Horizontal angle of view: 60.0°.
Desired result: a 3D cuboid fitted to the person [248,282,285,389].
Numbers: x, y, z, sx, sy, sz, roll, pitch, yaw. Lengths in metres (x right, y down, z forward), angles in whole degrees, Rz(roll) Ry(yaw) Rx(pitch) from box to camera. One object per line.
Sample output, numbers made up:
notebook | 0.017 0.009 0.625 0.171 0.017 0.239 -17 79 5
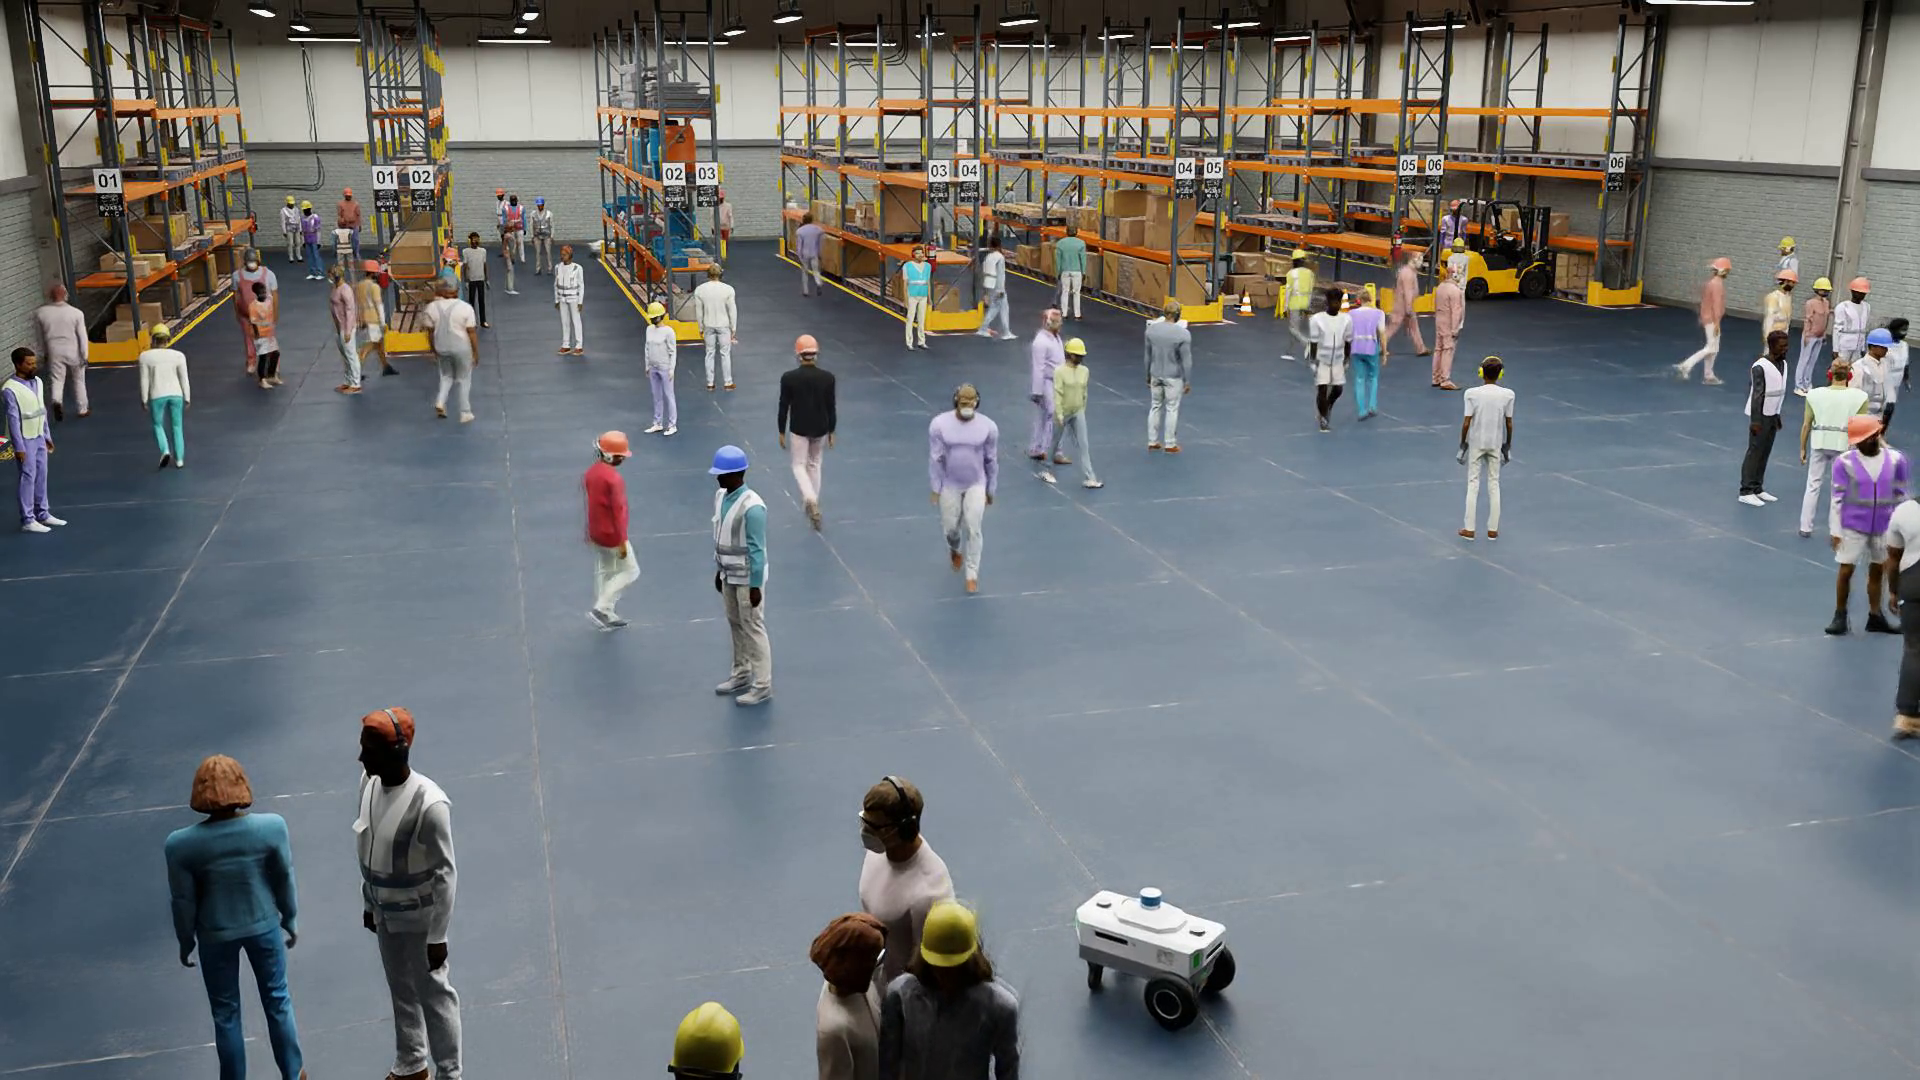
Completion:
person | -10.637 -3.120 25.396 0.409 1.659 0.572 3 15 13

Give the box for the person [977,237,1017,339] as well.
person | 0.659 -4.677 30.883 0.624 1.874 0.644 -7 16 -23

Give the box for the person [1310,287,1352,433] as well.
person | 4.923 -2.422 22.242 0.597 1.946 0.529 -2 15 -6

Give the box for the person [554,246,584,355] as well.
person | -6.788 -4.151 28.863 0.576 1.882 0.355 6 16 21

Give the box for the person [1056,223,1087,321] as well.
person | 2.224 -5.347 33.253 0.631 1.940 0.372 4 16 16

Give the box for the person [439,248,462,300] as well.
person | -8.311 -3.773 27.222 0.378 1.995 0.608 -9 17 -29

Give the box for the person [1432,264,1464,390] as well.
person | 7.497 -3.262 25.470 0.399 1.909 0.642 -2 15 -9

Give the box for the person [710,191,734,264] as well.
person | -6.415 -8.422 44.822 0.609 1.940 1.030 -4 15 -13

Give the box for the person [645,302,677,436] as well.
person | -3.972 -2.265 22.000 0.522 1.763 0.320 10 18 33

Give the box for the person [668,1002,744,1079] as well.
person | -0.741 2.230 5.074 0.522 1.768 0.311 0 15 1

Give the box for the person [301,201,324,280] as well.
person | -15.964 -7.365 40.887 0.587 1.918 0.391 7 16 24

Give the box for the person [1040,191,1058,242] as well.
person | 2.425 -8.694 45.935 0.633 1.898 0.992 -2 15 -7

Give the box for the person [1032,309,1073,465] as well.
person | 1.191 -1.862 20.255 0.727 1.884 0.649 5 16 17

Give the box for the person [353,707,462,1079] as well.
person | -2.387 1.614 7.167 0.573 1.883 0.354 11 19 37

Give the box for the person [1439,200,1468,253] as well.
person | 11.583 -6.946 39.071 0.615 2.043 0.373 1 15 5

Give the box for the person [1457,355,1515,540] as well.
person | 5.283 -0.925 16.745 0.535 1.869 0.312 1 15 5

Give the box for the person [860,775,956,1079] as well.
person | -0.207 1.801 6.382 0.362 1.932 0.630 -6 16 -21

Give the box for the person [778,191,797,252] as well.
person | -4.815 -9.144 47.874 0.918 1.785 0.679 3 15 11

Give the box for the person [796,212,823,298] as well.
person | -3.327 -6.323 36.968 0.637 1.922 0.749 -6 16 -21

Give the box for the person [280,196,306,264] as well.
person | -17.984 -8.347 44.787 0.403 1.817 0.598 8 17 28

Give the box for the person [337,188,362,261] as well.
person | -16.679 -8.621 45.489 0.612 1.986 0.406 -8 17 -27

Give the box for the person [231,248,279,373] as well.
person | -11.404 -3.721 26.940 0.685 2.000 0.535 -4 15 -16

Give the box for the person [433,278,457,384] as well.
person | -8.030 -3.265 25.982 0.307 1.645 0.521 -13 20 -41

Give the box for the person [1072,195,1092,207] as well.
person | 3.587 -9.473 48.965 0.620 1.845 0.430 0 15 1

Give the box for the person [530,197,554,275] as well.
person | -10.522 -7.649 41.898 0.602 1.948 0.385 0 15 -2

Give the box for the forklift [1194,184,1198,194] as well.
forklift | 7.392 -11.333 53.972 1.873 2.768 1.129 -4 15 -15

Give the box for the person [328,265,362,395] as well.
person | -9.276 -3.164 25.051 0.370 1.934 0.627 -10 18 -33

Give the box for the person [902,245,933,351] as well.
person | -0.761 -4.282 29.427 0.564 1.843 0.388 -9 17 -30

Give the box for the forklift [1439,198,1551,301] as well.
forklift | 11.913 -6.508 37.130 2.313 2.155 1.214 -4 15 -15

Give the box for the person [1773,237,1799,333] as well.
person | 15.521 -4.772 31.309 0.404 1.824 0.591 2 15 7

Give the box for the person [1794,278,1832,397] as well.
person | 12.799 -3.039 24.898 0.523 1.769 0.316 -9 18 -31

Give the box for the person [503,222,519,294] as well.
person | -10.246 -6.422 37.900 0.317 1.630 0.511 -6 16 -23

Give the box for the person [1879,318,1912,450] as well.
person | 11.798 -1.961 21.006 0.553 1.678 0.567 -7 17 -26

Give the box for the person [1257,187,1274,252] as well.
person | 8.756 -9.220 47.874 0.386 1.919 0.581 -10 18 -34

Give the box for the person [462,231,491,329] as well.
person | -9.335 -5.009 32.110 0.507 1.875 0.329 -13 20 -40

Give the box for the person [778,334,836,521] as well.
person | -1.582 -1.161 17.447 0.622 1.974 0.769 -5 16 -19

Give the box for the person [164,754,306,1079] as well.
person | -3.150 1.717 7.256 0.501 1.632 0.285 -8 17 -27
